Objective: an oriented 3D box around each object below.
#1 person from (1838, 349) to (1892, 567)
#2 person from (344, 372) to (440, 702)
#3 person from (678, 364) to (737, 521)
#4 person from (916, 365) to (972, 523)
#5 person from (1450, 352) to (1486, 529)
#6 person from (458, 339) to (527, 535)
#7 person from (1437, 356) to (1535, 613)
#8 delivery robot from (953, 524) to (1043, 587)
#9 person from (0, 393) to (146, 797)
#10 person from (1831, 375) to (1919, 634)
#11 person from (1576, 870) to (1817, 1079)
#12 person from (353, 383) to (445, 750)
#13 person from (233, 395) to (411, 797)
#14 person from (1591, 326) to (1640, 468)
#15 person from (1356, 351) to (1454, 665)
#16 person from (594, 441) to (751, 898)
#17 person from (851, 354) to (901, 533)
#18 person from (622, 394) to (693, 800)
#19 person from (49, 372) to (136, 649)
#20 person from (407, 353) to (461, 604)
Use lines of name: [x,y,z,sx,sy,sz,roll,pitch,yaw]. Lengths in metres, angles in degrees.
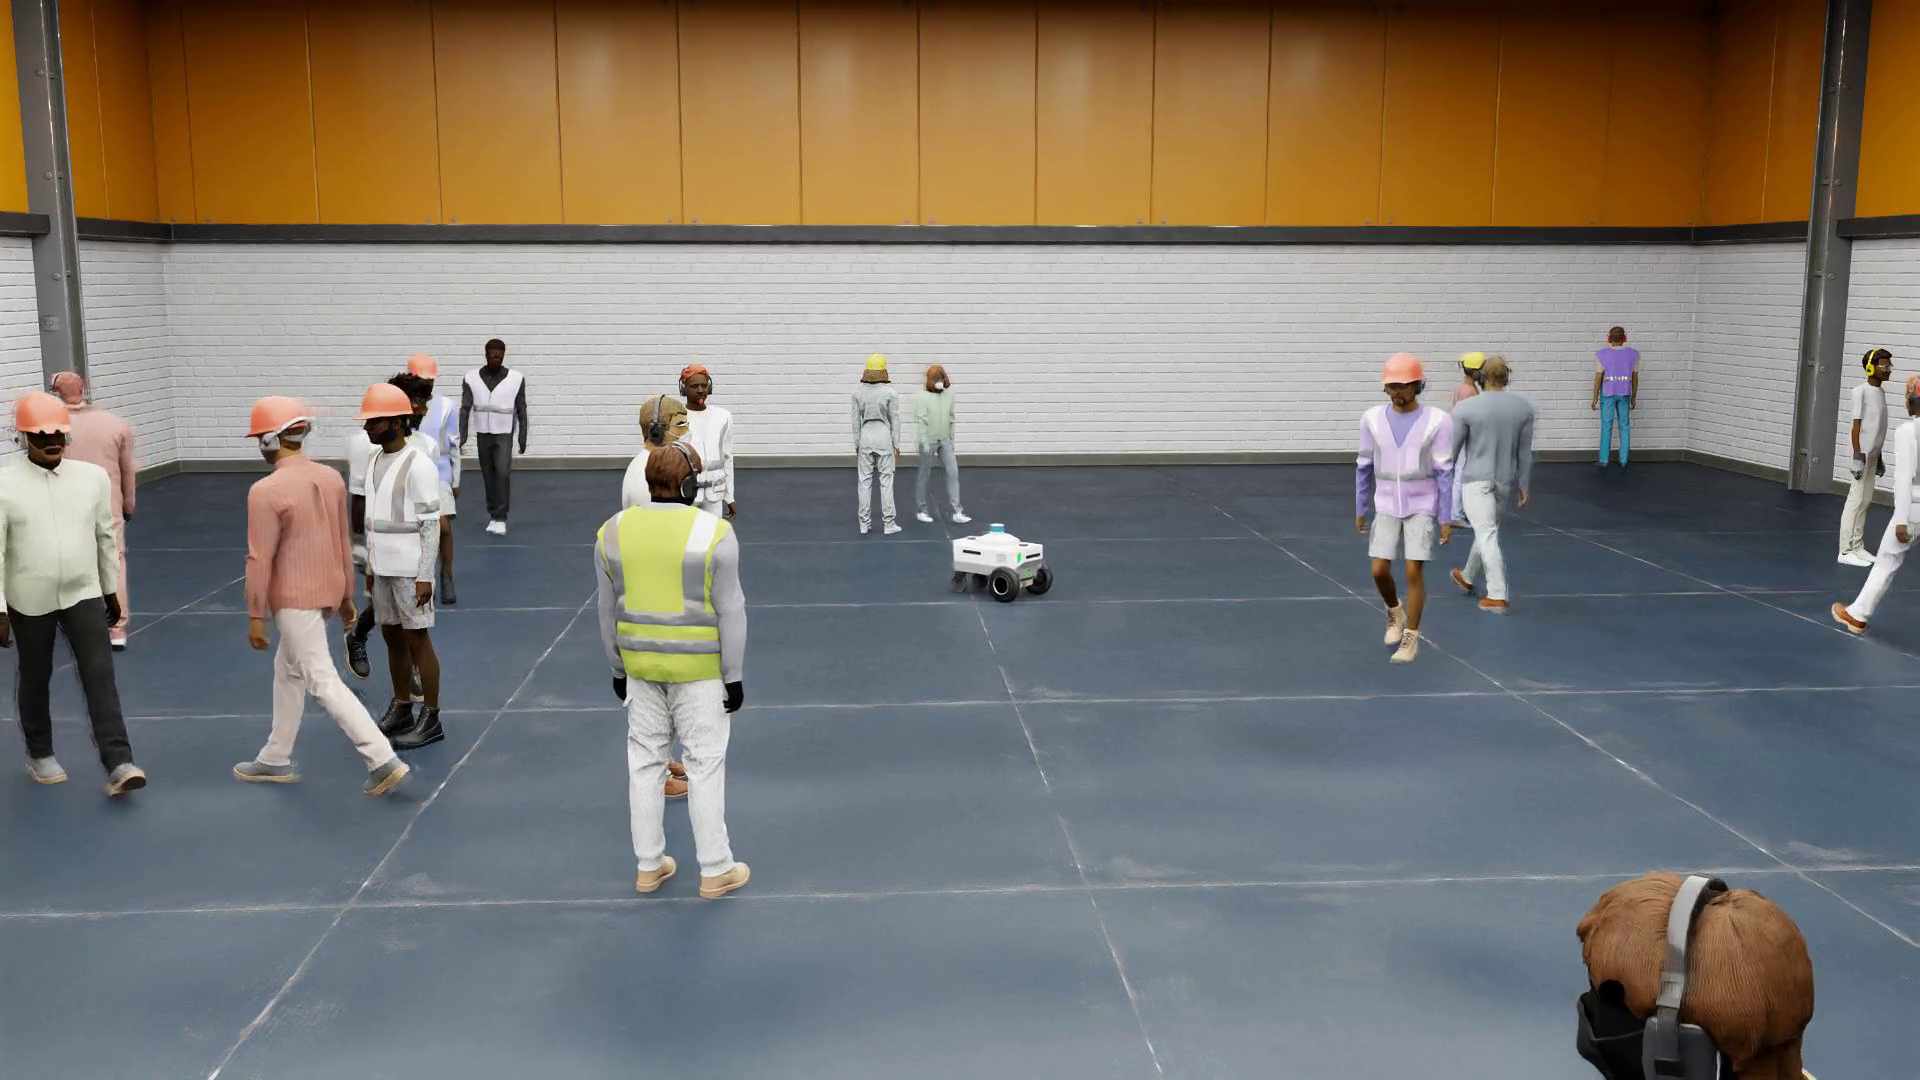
person: [7.857,-0.714,14.374,0.518,1.873,0.328,-8,12,-41]
person: [-3.373,-0.024,9.825,0.686,1.942,0.645,7,11,37]
person: [-1.842,-0.290,11.675,0.583,1.882,0.350,-6,11,-33]
person: [-0.198,-0.946,16.704,0.511,1.596,0.750,-6,11,-35]
person: [5.037,-0.970,16.335,0.426,1.749,0.560,5,10,27]
person: [-4.522,-0.987,16.039,0.623,1.881,0.778,0,9,-1]
person: [3.950,-0.439,12.576,0.651,1.883,1.011,-2,9,-12]
delivery robot: [0.290,0.117,12.981,0.707,0.478,0.477,8,12,39]
person: [-4.306,0.273,7.945,1.027,1.935,0.660,9,13,44]
person: [6.452,-0.198,11.251,0.598,1.829,0.990,-2,9,-15]
person: [0.831,1.279,1.958,0.429,1.839,0.633,4,10,24]
person: [-2.988,0.138,8.811,0.551,1.936,0.357,7,11,38]
person: [-3.101,0.276,7.971,1.035,1.940,0.621,2,9,14]
person: [8.494,-1.843,21.562,0.563,1.838,0.390,1,9,3]
person: [2.874,-0.212,10.749,0.655,2.021,0.567,5,10,30]
person: [-1.141,0.521,6.710,0.624,1.844,0.430,3,9,17]
person: [-0.805,-0.930,16.128,0.486,1.744,0.294,2,9,14]
person: [-1.445,0.265,8.014,0.354,1.937,0.635,-1,9,-6]
person: [-5.938,-0.210,11.259,0.667,1.842,1.029,-8,12,-41]
person: [-4.059,-0.451,12.604,0.547,1.914,0.663,-2,9,-14]
